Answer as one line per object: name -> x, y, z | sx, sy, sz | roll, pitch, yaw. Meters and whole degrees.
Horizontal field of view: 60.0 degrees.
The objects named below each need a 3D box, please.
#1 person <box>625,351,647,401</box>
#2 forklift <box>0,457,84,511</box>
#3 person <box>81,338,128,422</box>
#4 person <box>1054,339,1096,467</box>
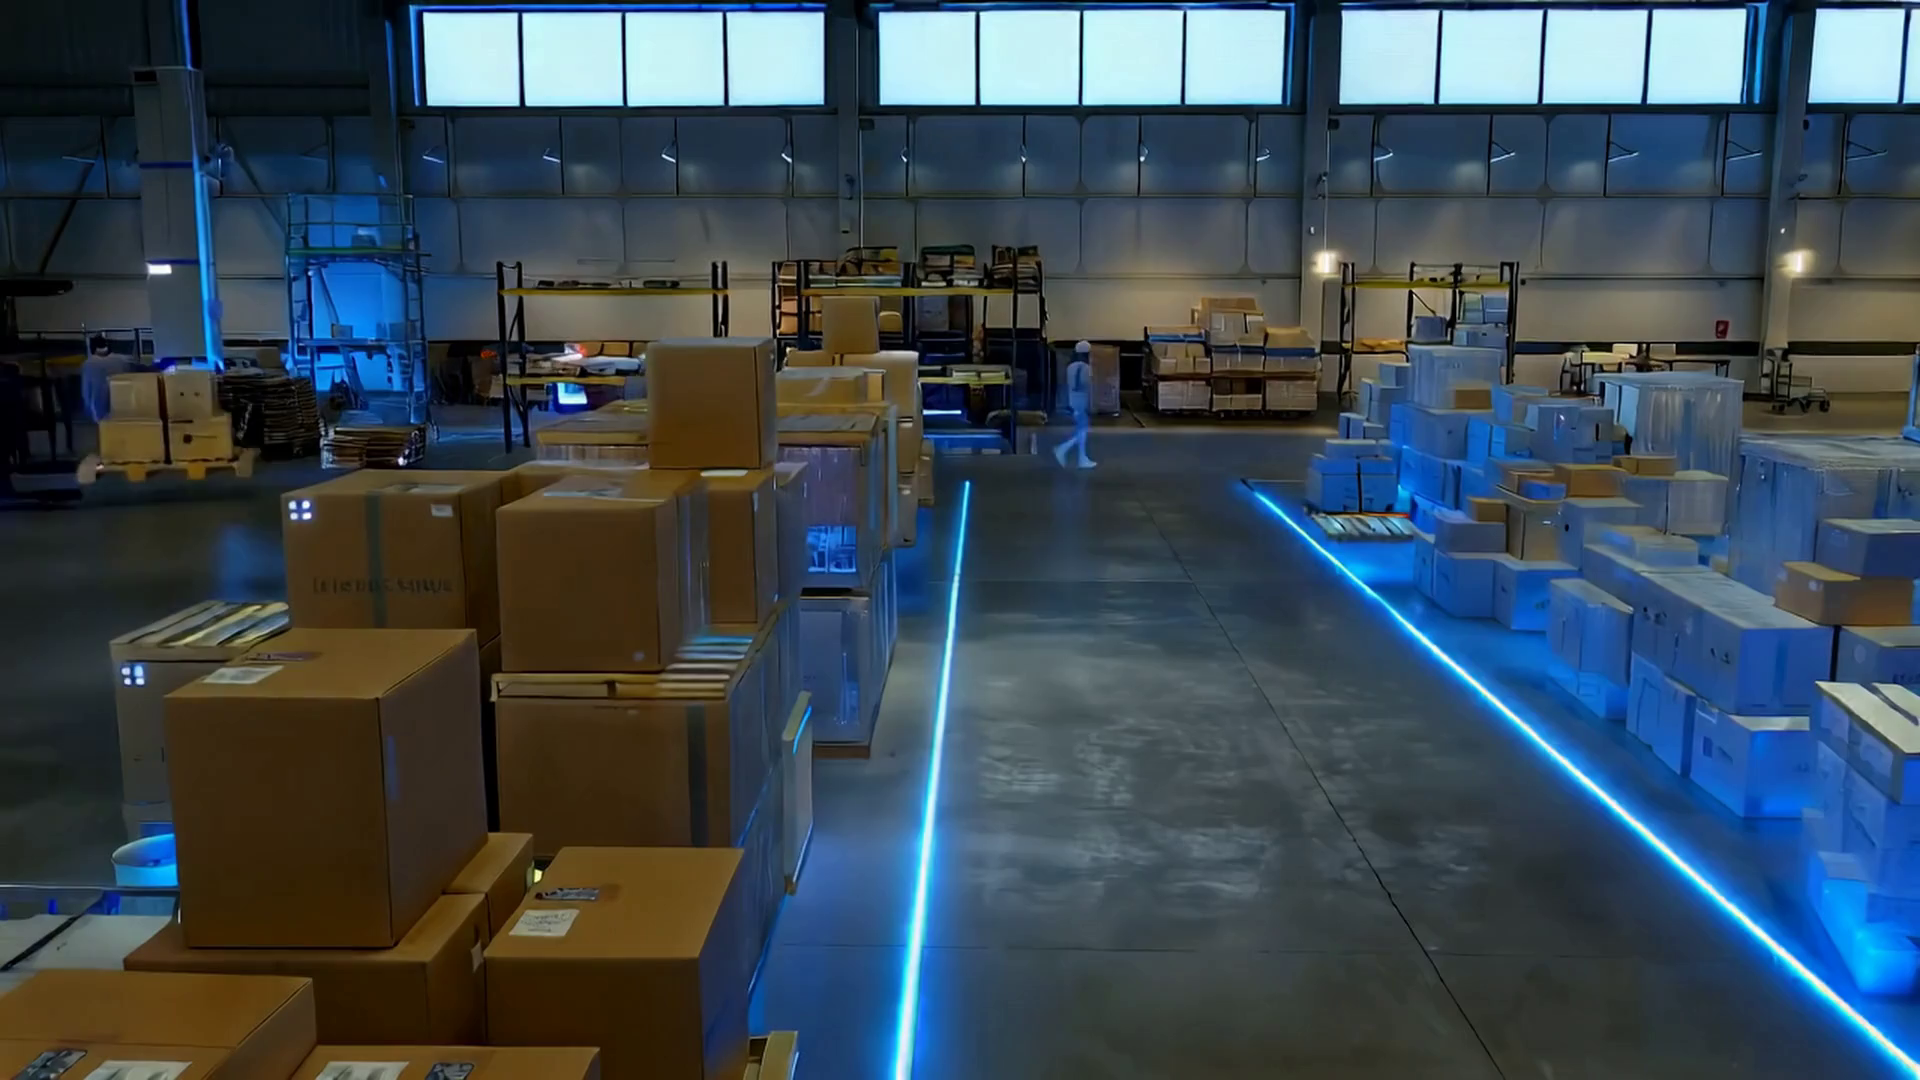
person -> -3.950, -1.462, 21.262 | 0.634, 1.927, 0.646 | 1, 10, 6
forklift -> -11.895, -1.760, 20.180 | 1.873, 2.768, 1.129 | -3, 10, -18
person -> -13.042, -2.134, 25.388 | 0.651, 1.882, 1.002 | -4, 10, -21
person -> 1.707, -2.005, 24.501 | 0.642, 1.918, 0.549 | -4, 10, -20
